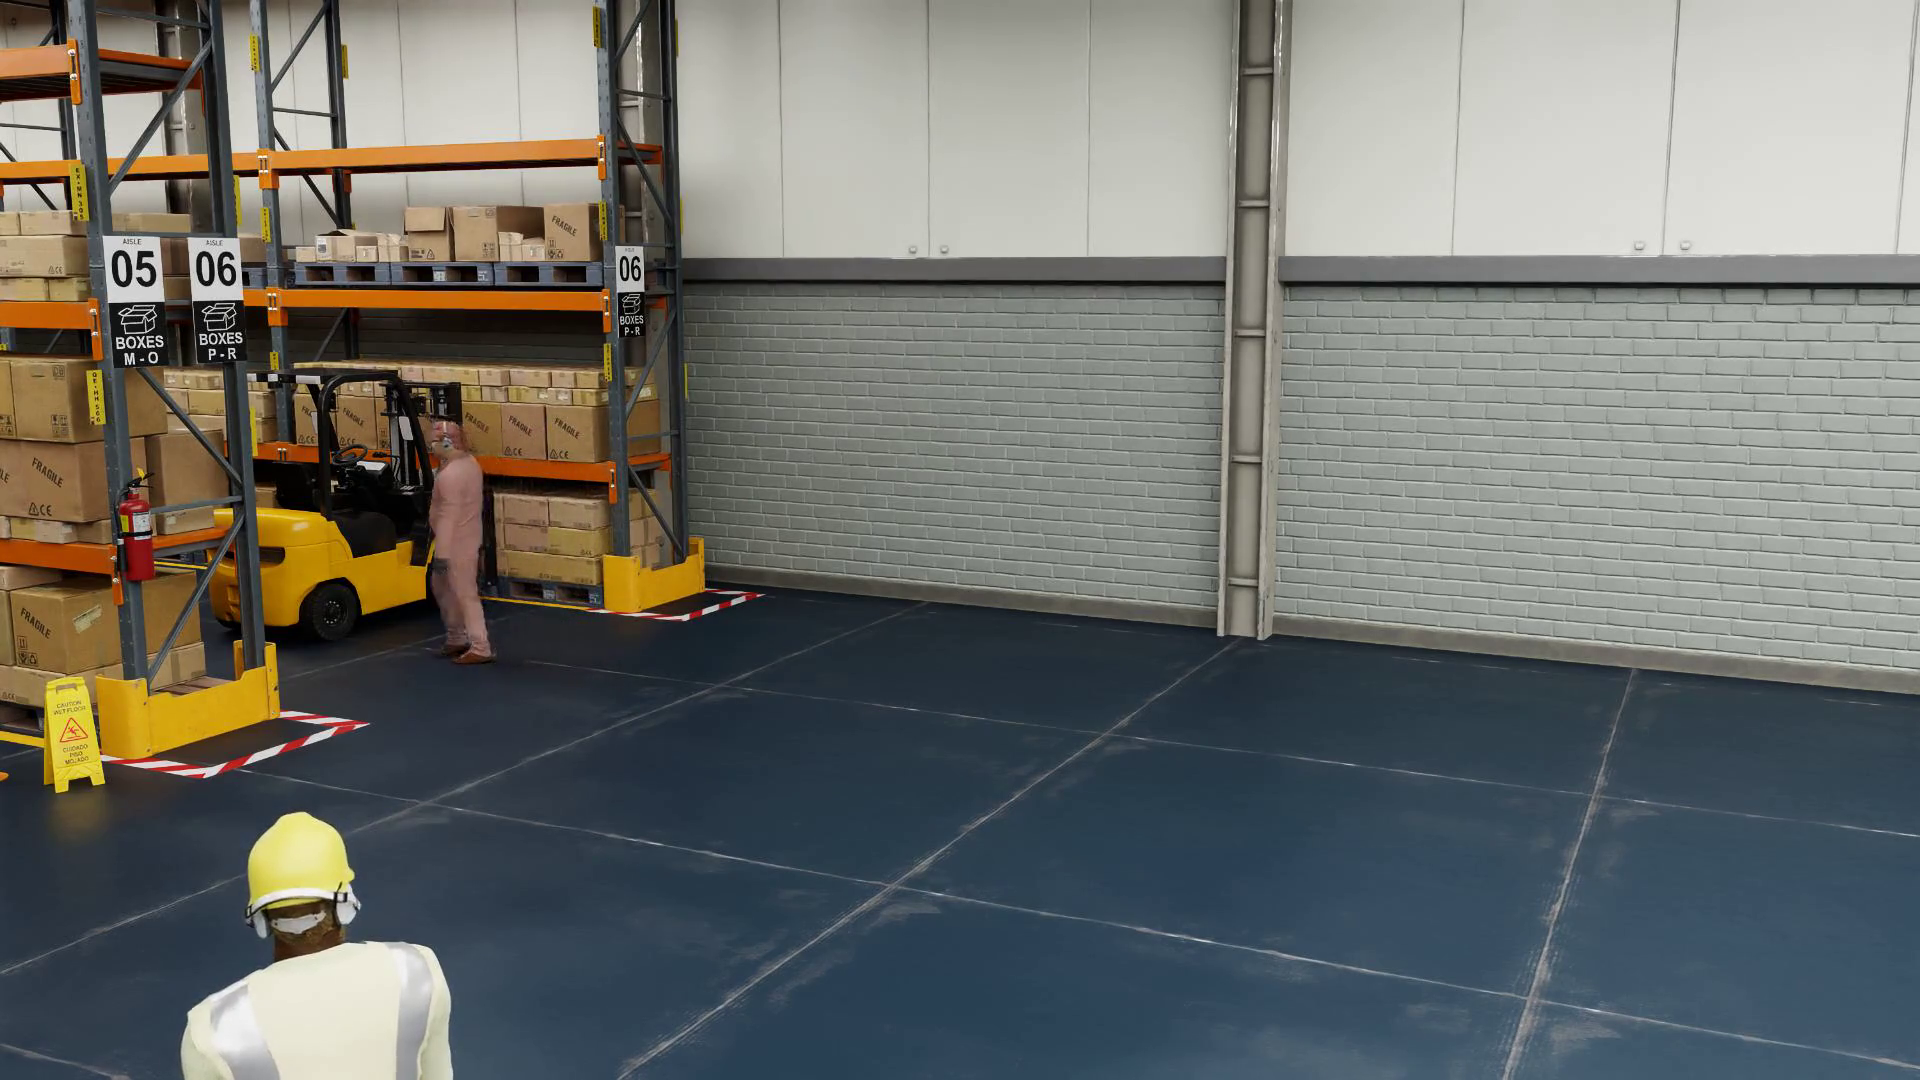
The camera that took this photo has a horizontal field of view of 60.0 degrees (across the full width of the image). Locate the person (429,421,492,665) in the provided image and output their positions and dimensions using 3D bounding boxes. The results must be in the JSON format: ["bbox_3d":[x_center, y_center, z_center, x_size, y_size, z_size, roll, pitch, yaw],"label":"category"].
[{"bbox_3d":[-3.902,0.032,12.695,0.656,1.880,0.668,-1,9,-4],"label":"person"}]

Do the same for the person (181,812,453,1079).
[{"bbox_3d":[-1.439,1.516,3.784,0.590,1.827,0.404,-7,12,-38],"label":"person"}]
